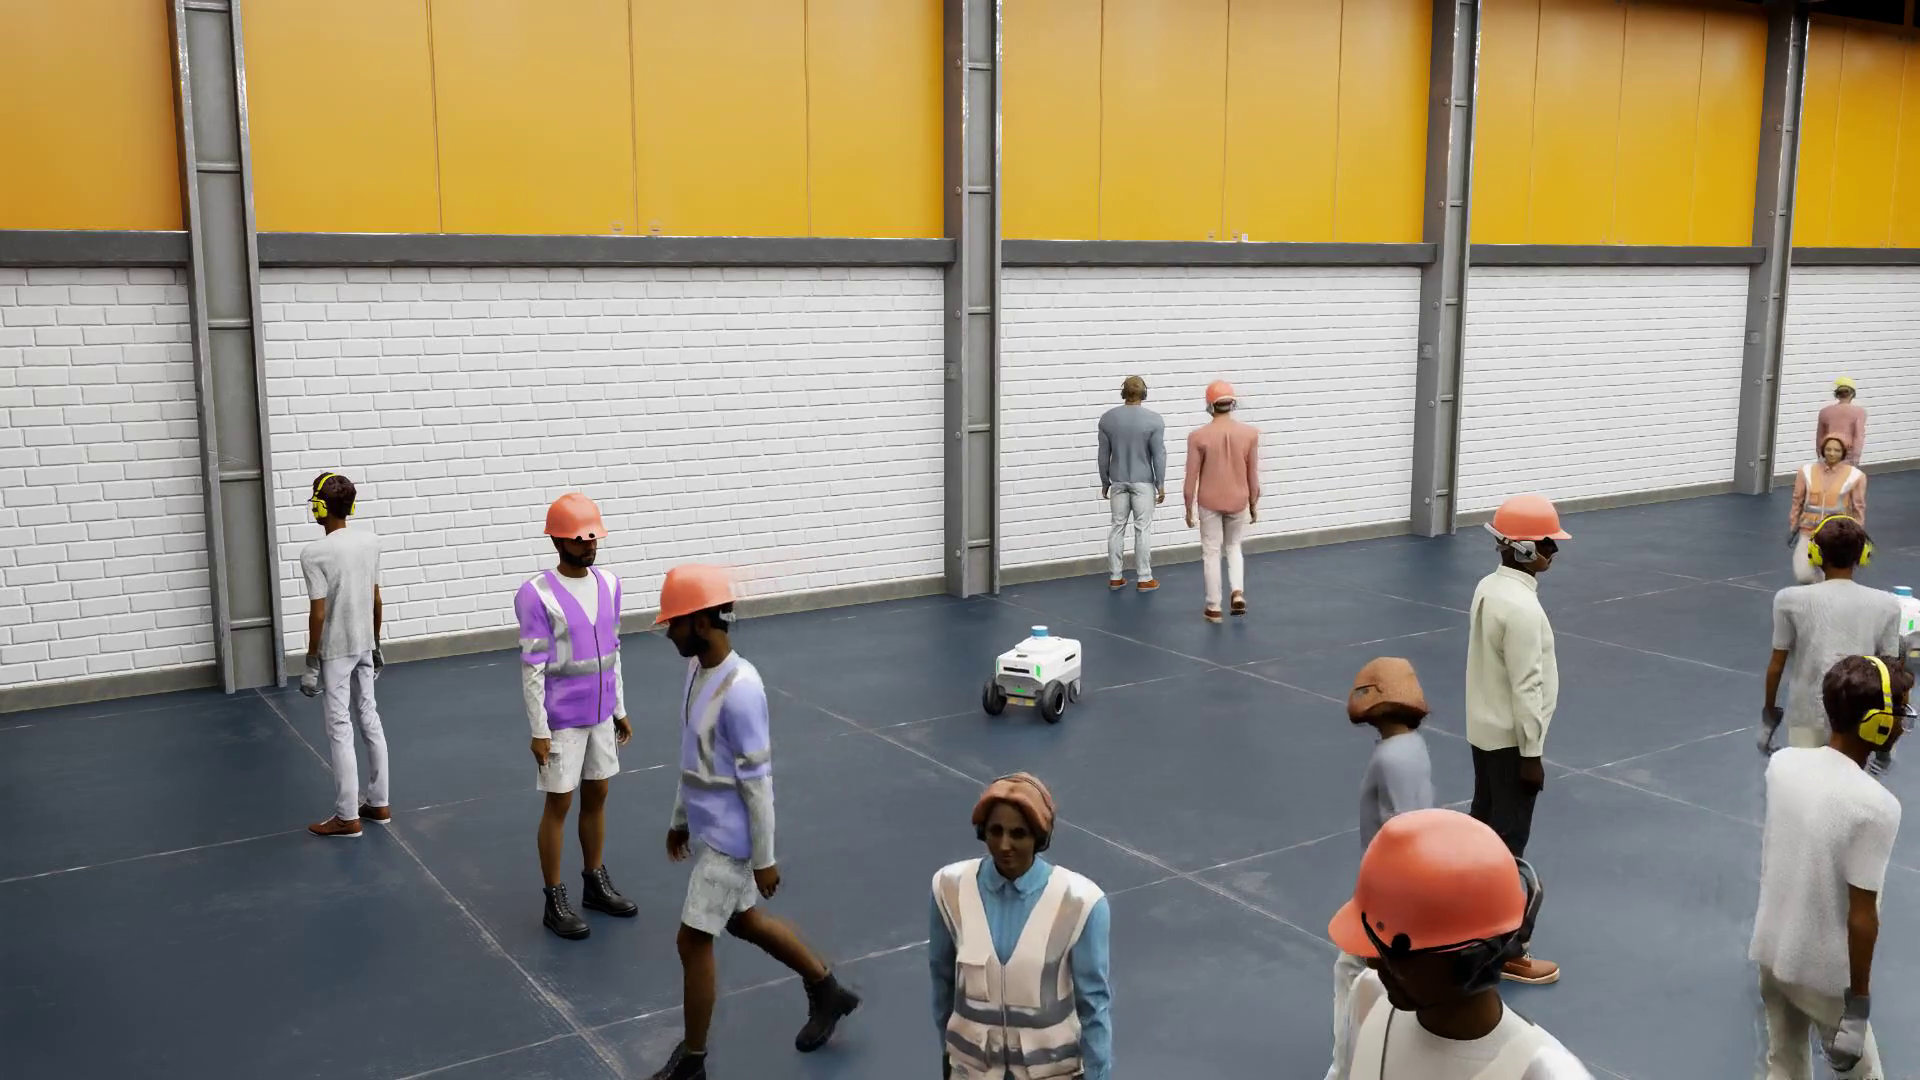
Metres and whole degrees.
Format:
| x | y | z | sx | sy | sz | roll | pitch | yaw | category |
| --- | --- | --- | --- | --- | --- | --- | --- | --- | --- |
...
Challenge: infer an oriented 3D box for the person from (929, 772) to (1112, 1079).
| x | y | z | sx | sy | sz | roll | pitch | yaw | category |
| --- | --- | --- | --- | --- | --- | --- | --- | --- | --- |
| 0.148 | 1.400 | 4.319 | 0.520 | 1.624 | 0.375 | 3 | 10 | 16 | person |

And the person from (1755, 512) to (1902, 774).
| x | y | z | sx | sy | sz | roll | pitch | yaw | category |
| --- | --- | --- | --- | --- | --- | --- | --- | --- | --- |
| 3.752 | 0.811 | 7.199 | 0.509 | 1.859 | 0.406 | 2 | 10 | 14 | person |

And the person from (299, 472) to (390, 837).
| x | y | z | sx | sy | sz | roll | pitch | yaw | category |
| --- | --- | --- | --- | --- | --- | --- | --- | --- | --- |
| -3.160 | 0.584 | 8.504 | 0.328 | 1.872 | 0.514 | 4 | 10 | 23 | person |

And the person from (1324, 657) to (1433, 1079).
| x | y | z | sx | sy | sz | roll | pitch | yaw | category |
| --- | --- | --- | --- | --- | --- | --- | --- | --- | --- |
| 1.425 | 1.201 | 5.638 | 0.606 | 1.586 | 0.570 | 5 | 11 | 29 | person |

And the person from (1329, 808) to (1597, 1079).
| x | y | z | sx | sy | sz | roll | pitch | yaw | category |
| --- | --- | --- | --- | --- | --- | --- | --- | --- | --- |
| 0.802 | 1.437 | 2.865 | 0.393 | 2.036 | 0.605 | -4 | 10 | -25 | person |

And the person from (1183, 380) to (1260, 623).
| x | y | z | sx | sy | sz | roll | pitch | yaw | category |
| --- | --- | --- | --- | --- | --- | --- | --- | --- | --- |
| 2.118 | -0.311 | 13.556 | 0.637 | 1.979 | 0.430 | -1 | 10 | -9 | person |

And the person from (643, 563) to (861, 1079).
| x | y | z | sx | sy | sz | roll | pitch | yaw | category |
| --- | --- | --- | --- | --- | --- | --- | --- | --- | --- |
| -0.760 | 1.007 | 5.896 | 0.877 | 1.896 | 0.547 | -3 | 10 | -19 | person |

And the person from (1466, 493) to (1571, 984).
| x | y | z | sx | sy | sz | roll | pitch | yaw | category |
| --- | --- | --- | --- | --- | --- | --- | --- | --- | --- |
| 2.266 | 0.799 | 6.833 | 0.376 | 1.995 | 0.608 | 0 | 9 | 0 | person |

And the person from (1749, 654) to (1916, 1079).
| x | y | z | sx | sy | sz | roll | pitch | yaw | category |
| --- | --- | --- | --- | --- | --- | --- | --- | --- | --- |
| 2.405 | 1.225 | 4.705 | 0.421 | 1.850 | 0.546 | -2 | 10 | -13 | person |

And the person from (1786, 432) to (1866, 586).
| x | y | z | sx | sy | sz | roll | pitch | yaw | category |
| --- | --- | --- | --- | --- | --- | --- | --- | --- | --- |
| 6.769 | -0.041 | 12.991 | 0.536 | 1.623 | 0.427 | 8 | 12 | 40 | person |

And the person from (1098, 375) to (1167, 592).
| x | y | z | sx | sy | sz | roll | pitch | yaw | category |
| --- | --- | --- | --- | --- | --- | --- | --- | --- | --- |
| 1.541 | -0.502 | 14.843 | 0.635 | 1.937 | 0.361 | 5 | 11 | 27 | person |

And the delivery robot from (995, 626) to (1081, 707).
| x | y | z | sx | sy | sz | roll | pitch | yaw | category |
| --- | --- | --- | --- | --- | --- | --- | --- | --- | --- |
| 0.517 | 0.804 | 10.850 | 0.477 | 0.478 | 0.707 | 5 | 11 | 27 | delivery robot |

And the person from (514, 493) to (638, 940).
| x | y | z | sx | sy | sz | roll | pitch | yaw | category |
| --- | --- | --- | --- | --- | --- | --- | --- | --- | --- |
| -1.658 | 0.753 | 7.280 | 0.362 | 1.938 | 0.545 | 6 | 11 | 34 | person |

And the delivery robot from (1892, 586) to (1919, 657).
| x | y | z | sx | sy | sz | roll | pitch | yaw | category |
| --- | --- | --- | --- | --- | --- | --- | --- | --- | --- |
| 6.888 | 0.583 | 12.178 | 0.477 | 0.478 | 0.707 | -1 | 10 | -4 | delivery robot |

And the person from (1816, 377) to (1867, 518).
| x | y | z | sx | sy | sz | roll | pitch | yaw | category |
| --- | --- | --- | --- | --- | --- | --- | --- | --- | --- |
| 9.422 | -0.881 | 17.826 | 0.916 | 1.690 | 0.533 | -9 | 13 | -43 | person |
